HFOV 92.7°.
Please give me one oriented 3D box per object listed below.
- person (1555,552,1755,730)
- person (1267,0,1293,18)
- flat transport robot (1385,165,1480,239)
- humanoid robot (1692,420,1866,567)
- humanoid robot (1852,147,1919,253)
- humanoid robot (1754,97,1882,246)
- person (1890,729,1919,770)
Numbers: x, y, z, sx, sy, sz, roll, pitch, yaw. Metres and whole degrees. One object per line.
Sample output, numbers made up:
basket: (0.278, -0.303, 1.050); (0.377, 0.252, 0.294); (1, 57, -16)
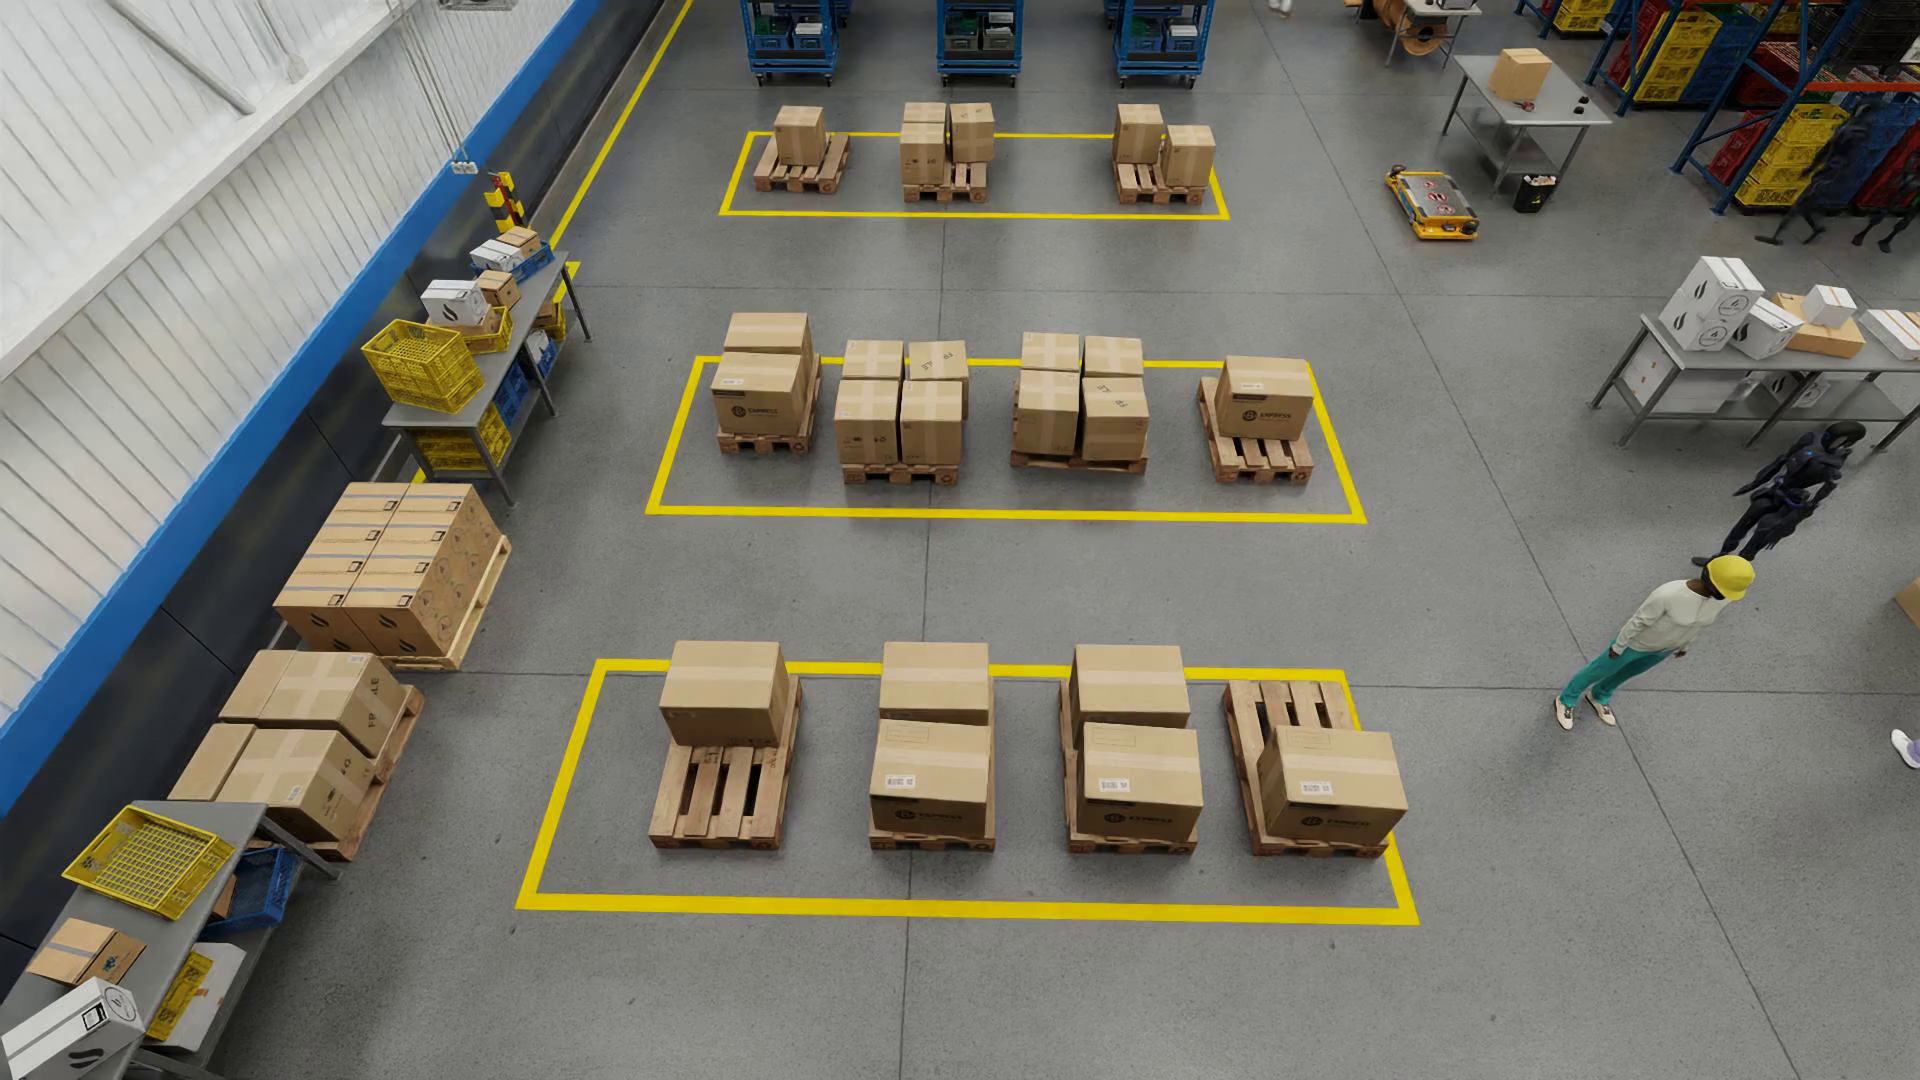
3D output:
person: (4.501, 0.680, 5.959); (0.523, 1.760, 0.323); (-3, 49, -3)
person: (5.301, -9.375, 14.591); (0.503, 1.871, 0.577); (-11, 50, -9)
flat transport robot: (5.692, -4.094, 11.059); (0.652, 0.197, 1.431); (1, 49, 1)
humanoid robot: (6.072, -0.260, 6.824); (0.333, 1.651, 0.574); (9, 50, 8)
humanoid robot: (10.579, -3.942, 10.009); (0.562, 1.654, 0.356); (28, 55, 22)
humanoid robot: (9.634, -4.013, 10.088); (0.585, 1.637, 0.600); (19, 52, 16)
person: (6.709, 0.885, 5.678); (0.585, 1.915, 0.387); (19, 52, 16)
